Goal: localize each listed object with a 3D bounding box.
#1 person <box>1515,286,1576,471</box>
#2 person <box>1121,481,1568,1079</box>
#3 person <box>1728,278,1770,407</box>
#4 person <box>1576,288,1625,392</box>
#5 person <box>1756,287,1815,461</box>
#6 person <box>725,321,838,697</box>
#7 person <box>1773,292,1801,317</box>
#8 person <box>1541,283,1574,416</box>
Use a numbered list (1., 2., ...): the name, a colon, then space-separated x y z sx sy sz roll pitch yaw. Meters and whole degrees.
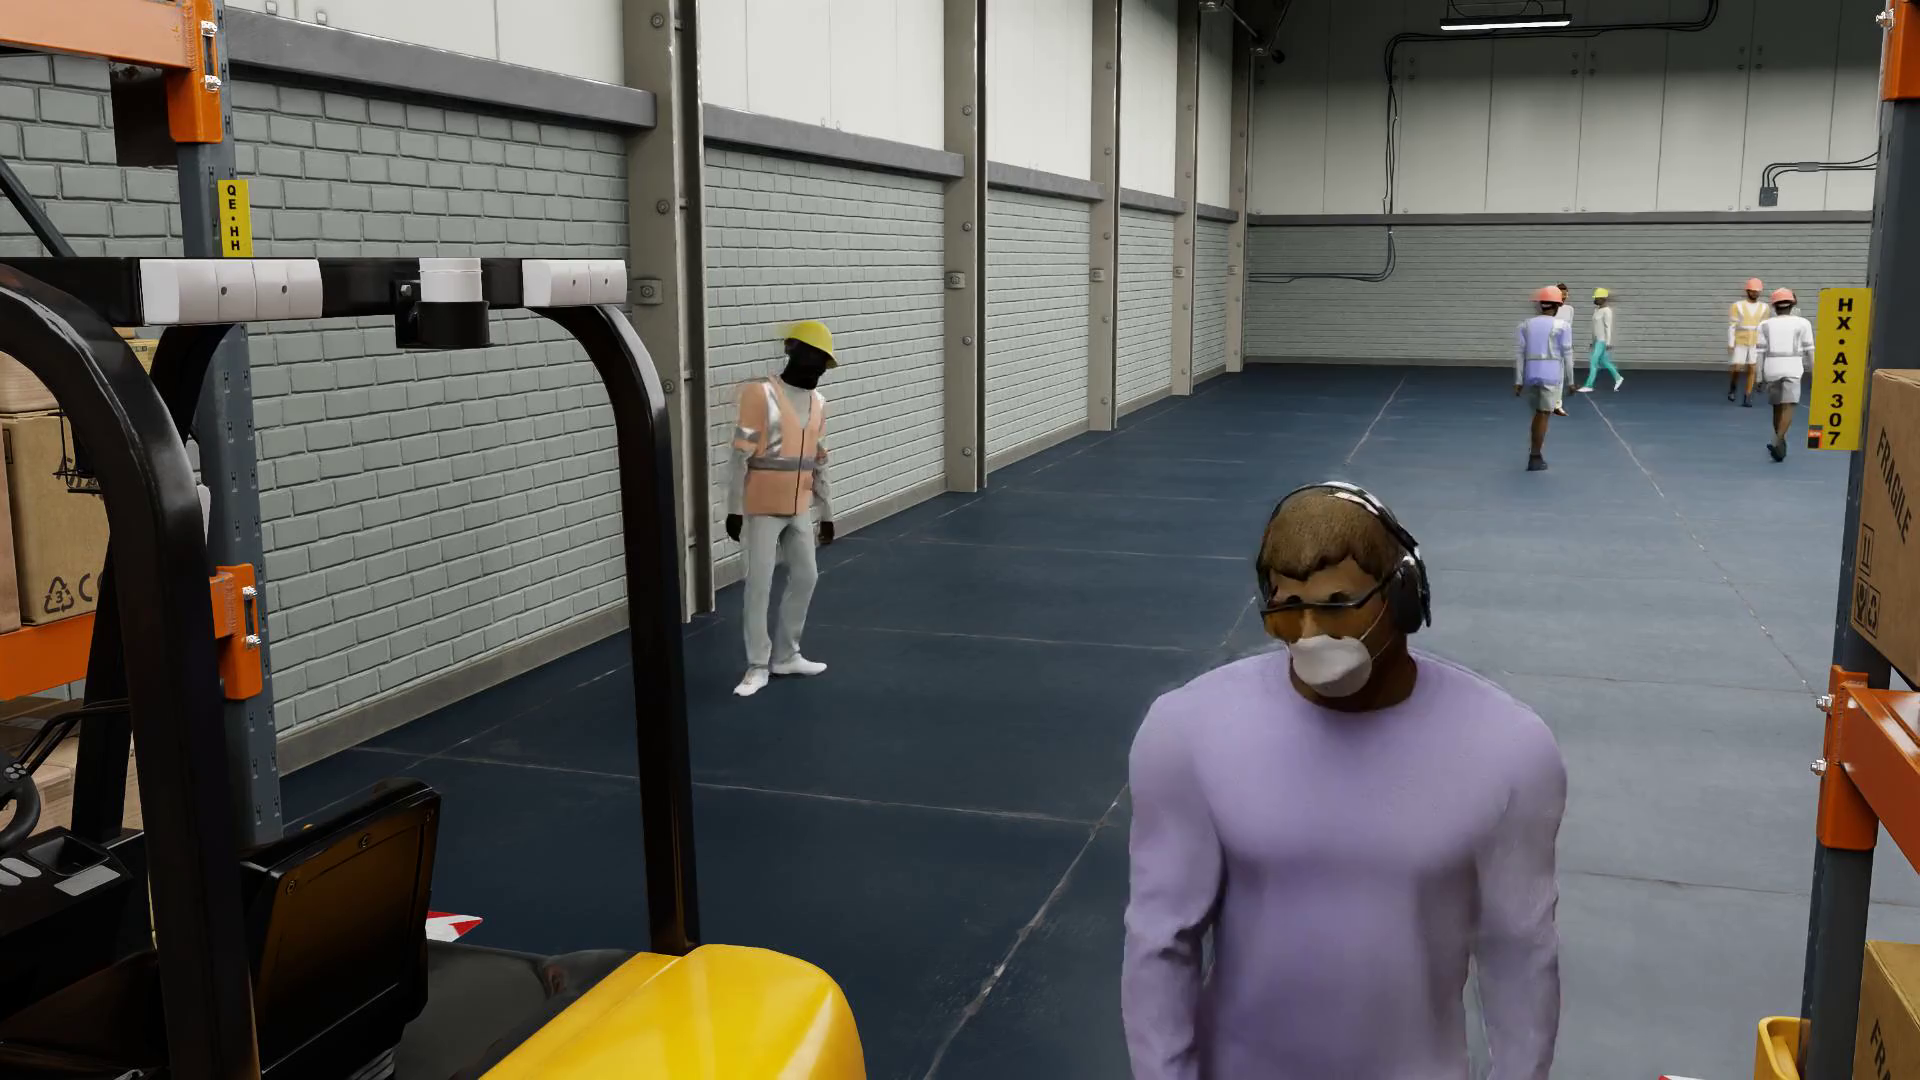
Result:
1. person: 6.120 -1.679 17.326 0.653 1.910 0.553 -7 12 -37
2. person: 0.556 0.841 2.456 0.629 1.872 1.092 2 10 13
3. person: 11.759 -2.947 24.829 0.560 1.927 0.524 2 10 11
4. person: 10.689 -3.317 27.605 0.800 1.739 0.533 0 10 -1
5. person: 9.022 -1.819 18.233 0.610 1.894 0.903 7 12 37
6. person: -0.922 -0.160 8.411 0.380 1.876 0.709 8 12 39
7. person: 15.177 -3.769 30.629 0.495 1.618 0.632 2 10 11
8. person: 8.363 -2.662 23.339 0.509 1.863 0.311 -2 10 -13
